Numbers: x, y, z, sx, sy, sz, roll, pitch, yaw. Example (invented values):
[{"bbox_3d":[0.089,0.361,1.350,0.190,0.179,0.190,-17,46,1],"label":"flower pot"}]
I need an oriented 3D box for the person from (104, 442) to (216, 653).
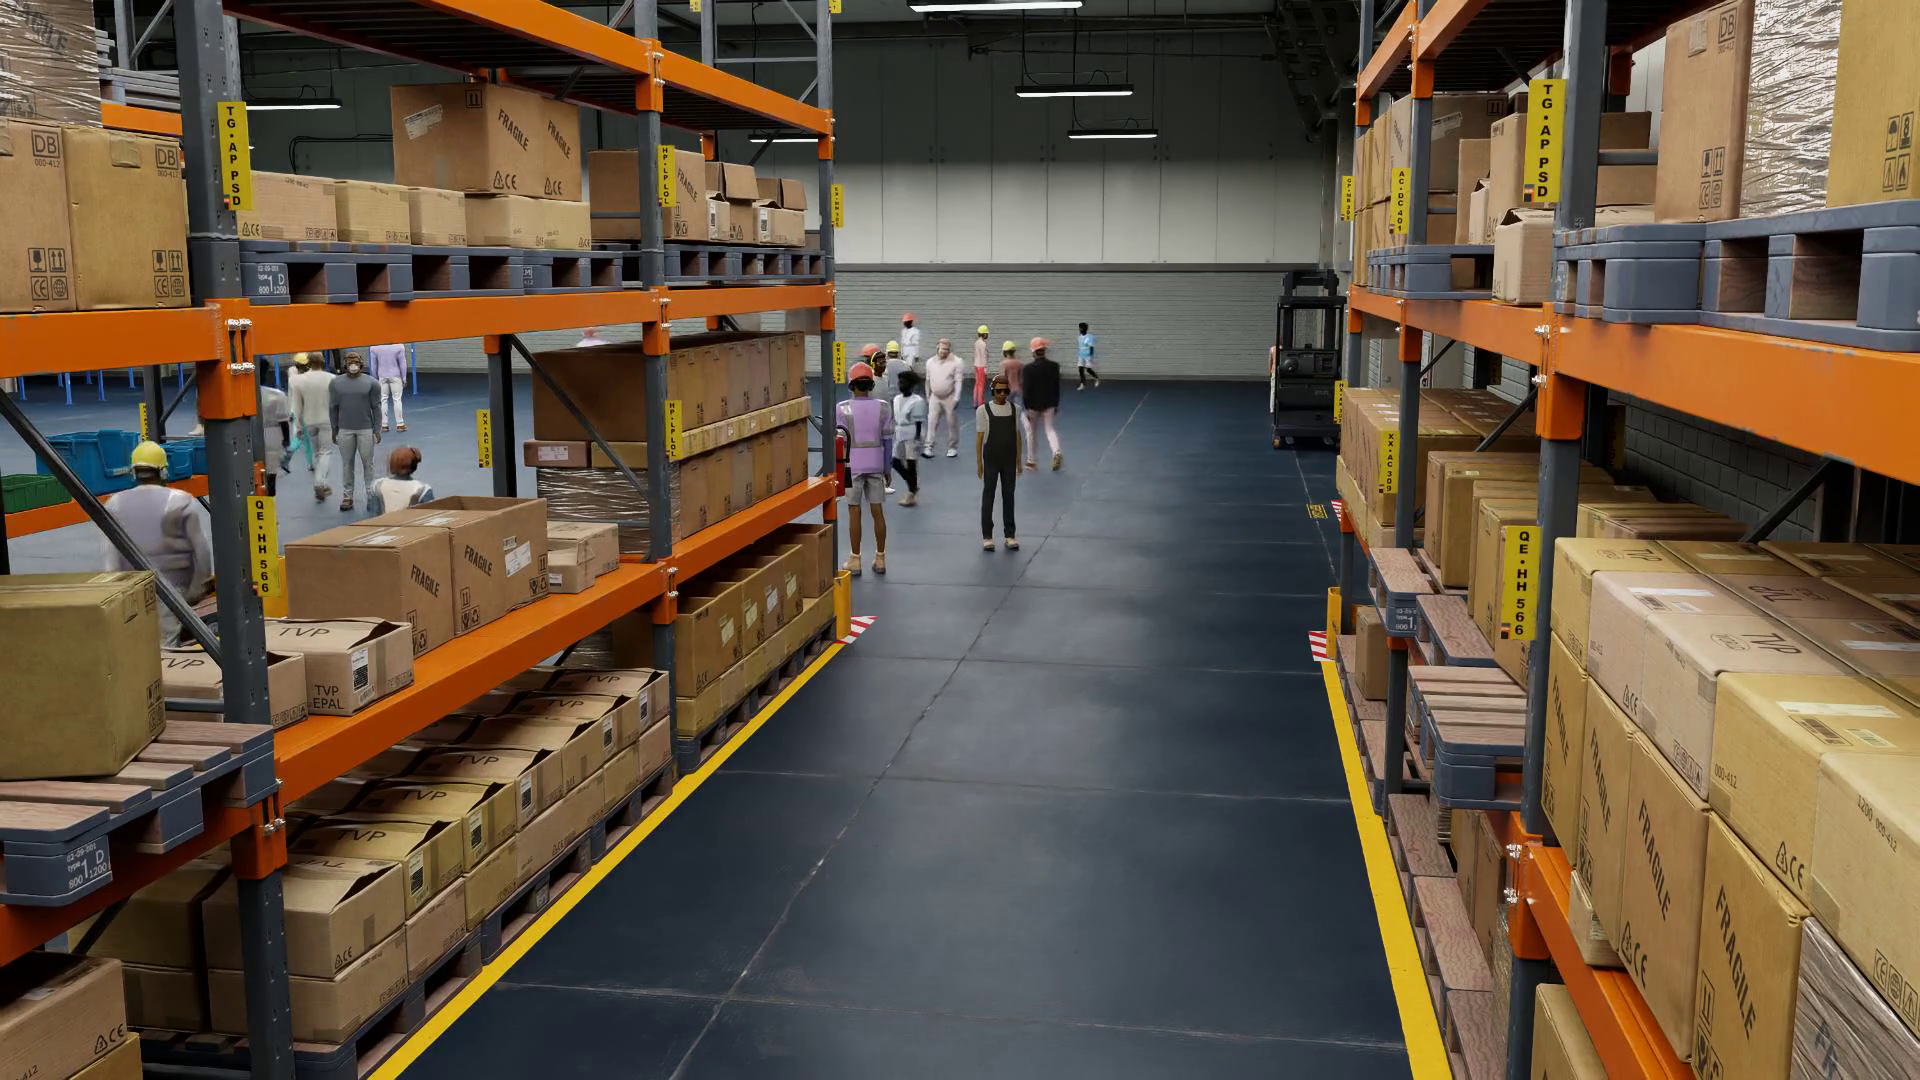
[{"bbox_3d":[-5.311,0.234,11.141,0.599,1.788,0.912,0,9,-1],"label":"person"}]

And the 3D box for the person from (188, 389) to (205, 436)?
[{"bbox_3d":[-13.301,-2.864,29.578,0.606,2.014,0.978,4,10,26],"label":"person"}]

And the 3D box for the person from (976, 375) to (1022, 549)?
[{"bbox_3d":[0.413,-0.822,17.517,0.503,1.839,0.329,-3,10,-19],"label":"person"}]

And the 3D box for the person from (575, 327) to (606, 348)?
[{"bbox_3d":[-7.059,-3.180,31.923,0.640,1.882,0.830,-4,10,-21],"label":"person"}]

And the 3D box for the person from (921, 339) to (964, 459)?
[{"bbox_3d":[-0.280,-2.189,25.883,0.652,1.854,0.959,3,10,18],"label":"person"}]

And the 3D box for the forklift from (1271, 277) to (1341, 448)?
[{"bbox_3d":[5.847,-3.016,27.970,1.129,2.768,1.873,1,9,9],"label":"forklift"}]

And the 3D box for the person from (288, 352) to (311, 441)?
[{"bbox_3d":[-10.863,-2.337,27.517,0.505,1.619,0.578,-1,9,-7],"label":"person"}]

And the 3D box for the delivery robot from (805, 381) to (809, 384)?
[{"bbox_3d":[-3.784,-3.687,38.171,0.335,0.223,0.698,9,13,43],"label":"delivery robot"}]

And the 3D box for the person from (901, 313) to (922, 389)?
[{"bbox_3d":[-1.162,-4.478,39.846,0.544,1.917,0.693,9,13,43],"label":"person"}]

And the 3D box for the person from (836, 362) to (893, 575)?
[{"bbox_3d":[-0.953,-0.697,16.110,0.610,2.042,0.396,-4,10,-22],"label":"person"}]

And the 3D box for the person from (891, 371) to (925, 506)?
[{"bbox_3d":[-0.650,-1.268,20.745,0.535,1.686,0.369,9,13,44],"label":"person"}]

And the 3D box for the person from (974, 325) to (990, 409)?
[{"bbox_3d":[0.475,-3.649,35.166,0.326,1.767,0.533,-3,10,-19],"label":"person"}]

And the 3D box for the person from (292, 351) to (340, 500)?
[{"bbox_3d":[-8.251,-1.477,21.370,0.623,1.907,0.938,0,9,-2],"label":"person"}]

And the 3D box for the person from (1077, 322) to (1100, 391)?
[{"bbox_3d":[3.108,-4.486,40.589,0.552,1.674,0.539,-8,12,-42],"label":"person"}]

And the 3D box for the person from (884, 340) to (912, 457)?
[{"bbox_3d":[-1.050,-2.203,26.042,0.600,1.829,0.404,-3,10,-19],"label":"person"}]

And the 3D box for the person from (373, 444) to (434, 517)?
[{"bbox_3d":[-4.238,0.083,12.618,0.521,1.613,0.731,1,9,8],"label":"person"}]

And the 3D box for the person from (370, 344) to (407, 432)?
[{"bbox_3d":[-10.383,-2.945,30.295,0.634,1.939,0.367,0,9,-3],"label":"person"}]

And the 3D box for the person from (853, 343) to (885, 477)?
[{"bbox_3d":[-1.307,-1.805,23.331,0.558,1.922,0.741,5,11,30],"label":"person"}]

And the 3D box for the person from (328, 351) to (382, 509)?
[{"bbox_3d":[-7.420,-1.347,20.440,0.630,1.940,0.372,-2,9,-9],"label":"person"}]

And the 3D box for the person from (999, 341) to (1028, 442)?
[{"bbox_3d":[0.908,-2.528,28.354,0.534,1.741,0.810,-8,12,-40],"label":"person"}]

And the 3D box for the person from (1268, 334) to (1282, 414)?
[{"bbox_3d":[6.544,-3.395,33.992,0.523,1.638,0.311,8,12,40],"label":"person"}]

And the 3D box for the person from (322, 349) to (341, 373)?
[{"bbox_3d":[-18.067,-5.776,47.575,0.683,2.000,0.537,-9,13,-43],"label":"person"}]

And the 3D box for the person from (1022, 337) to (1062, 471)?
[{"bbox_3d":[1.208,-1.980,24.257,0.615,1.966,0.845,-3,10,-18],"label":"person"}]

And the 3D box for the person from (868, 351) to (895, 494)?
[{"bbox_3d":[-1.066,-1.532,21.801,0.329,1.870,0.508,7,11,36],"label":"person"}]

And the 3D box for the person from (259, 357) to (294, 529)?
[{"bbox_3d":[-7.878,-1.088,18.803,0.603,1.950,0.437,0,9,1],"label":"person"}]

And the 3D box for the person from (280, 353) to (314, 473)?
[{"bbox_3d":[-9.607,-1.846,24.143,0.536,1.745,0.791,7,11,36],"label":"person"}]
